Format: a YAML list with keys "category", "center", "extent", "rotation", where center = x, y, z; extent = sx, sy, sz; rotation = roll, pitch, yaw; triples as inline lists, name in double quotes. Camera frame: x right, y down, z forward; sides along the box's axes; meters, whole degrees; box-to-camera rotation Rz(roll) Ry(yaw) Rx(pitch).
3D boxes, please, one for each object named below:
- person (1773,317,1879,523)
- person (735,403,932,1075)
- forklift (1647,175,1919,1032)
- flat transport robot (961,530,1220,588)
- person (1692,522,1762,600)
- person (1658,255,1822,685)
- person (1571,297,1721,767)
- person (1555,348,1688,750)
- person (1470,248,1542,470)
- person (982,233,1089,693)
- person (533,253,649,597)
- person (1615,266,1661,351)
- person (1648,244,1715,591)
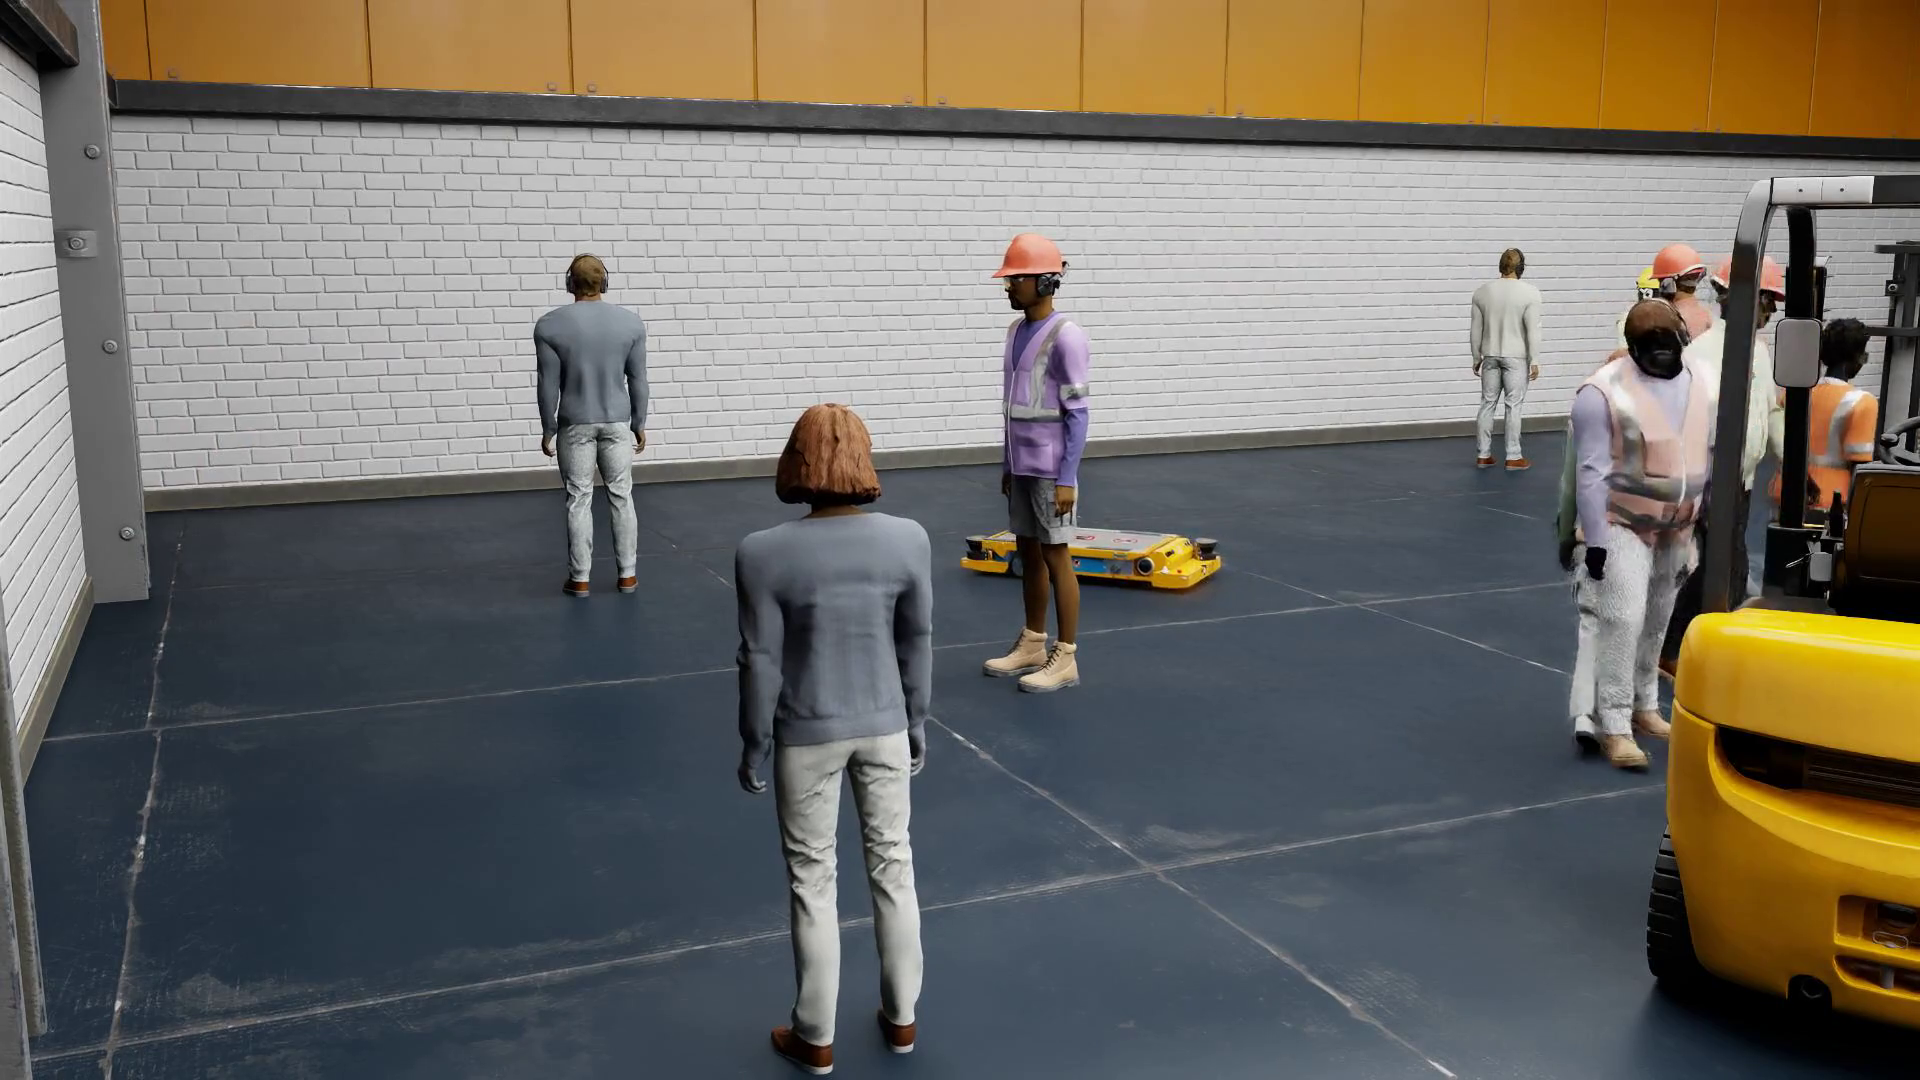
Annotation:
- category: "person"
  center: [3.885, -0.156, 7.462]
  extent: [0.365, 1.678, 0.535]
  rotation: [-4, 11, -19]
- category: "person"
  center: [-0.302, 0.485, 4.049]
  extent: [0.501, 1.633, 0.283]
  rotation: [-5, 11, -24]
- category: "forklift"
  center: [2.810, 0.094, 4.662]
  extent: [1.214, 2.155, 2.313]
  rotation: [7, 12, 34]
- category: "flat transport robot"
  center: [0.788, 0.081, 10.029]
  extent: [1.431, 0.197, 0.652]
  rotation: [5, 11, 24]
- category: "person"
  center: [3.613, -0.213, 7.988]
  extent: [0.745, 1.597, 0.502]
  rotation: [8, 13, 37]
- category: "person"
  center: [3.352, -0.267, 7.308]
  extent: [0.643, 1.961, 0.690]
  rotation: [-10, 14, -43]
- category: "person"
  center: [2.675, -0.036, 6.468]
  extent: [0.665, 1.796, 0.686]
  rotation: [-3, 11, -16]
- category: "person"
  center: [2.654, 0.026, 6.692]
  extent: [0.530, 1.592, 0.867]
  rotation: [6, 12, 30]
- category: "person"
  center: [4.783, -1.579, 14.586]
  extent: [0.638, 1.938, 0.356]
  rotation: [10, 14, 43]
- category: "person"
  center: [0.335, -0.337, 7.453]
  extent: [0.397, 2.043, 0.610]
  rotation: [-5, 11, -25]
- category: "person"
  center: [-2.074, -0.643, 9.425]
  extent: [0.631, 1.940, 0.369]
  rotation: [-4, 11, -22]
- category: "person"
  center: [5.102, -1.127, 12.426]
  extent: [0.596, 1.825, 0.403]
  rotation: [-9, 14, -41]
- category: "person"
  center: [3.901, -0.612, 9.115]
  extent: [0.398, 1.988, 0.613]
  rotation: [9, 14, 40]
